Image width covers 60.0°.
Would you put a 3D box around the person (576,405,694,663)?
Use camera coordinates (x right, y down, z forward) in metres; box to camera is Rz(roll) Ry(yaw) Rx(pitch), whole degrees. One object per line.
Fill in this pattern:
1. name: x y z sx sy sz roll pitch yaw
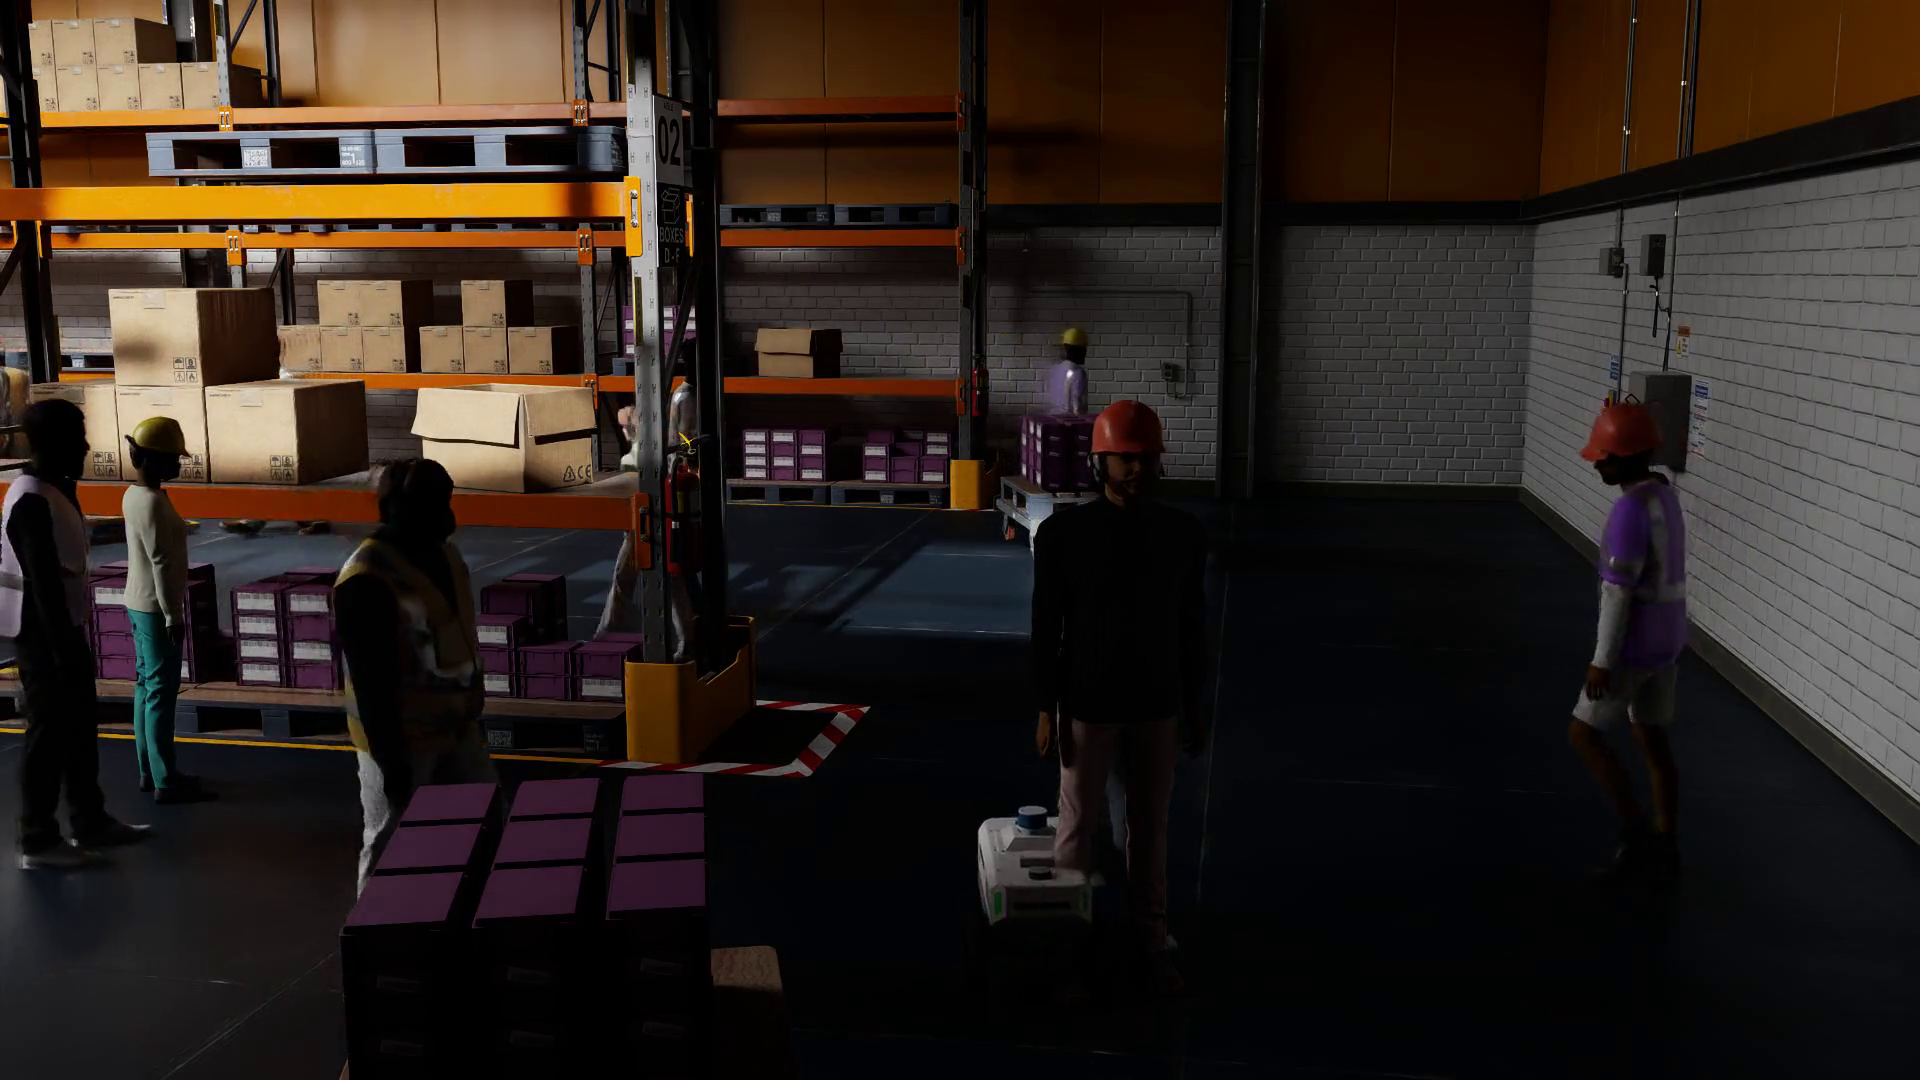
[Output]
1. person: -1.979 -0.024 10.204 0.850 1.600 0.530 4 10 23

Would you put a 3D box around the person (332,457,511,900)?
1. person: -1.661 0.641 5.396 0.745 1.815 0.666 2 9 11

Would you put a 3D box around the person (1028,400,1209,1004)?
1. person: 0.531 0.534 5.508 0.613 1.997 0.374 -2 9 -12

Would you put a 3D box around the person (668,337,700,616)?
1. person: -1.863 -0.448 11.700 0.361 1.962 0.612 -2 9 -11

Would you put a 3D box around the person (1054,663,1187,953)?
1. person: 0.598 0.633 6.175 0.545 1.581 0.863 -6 11 -34

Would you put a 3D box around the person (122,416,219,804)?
1. person: -3.631 0.317 7.593 0.327 1.760 0.524 -7 11 -36

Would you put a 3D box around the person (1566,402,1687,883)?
1. person: 2.640 0.417 6.522 0.480 1.907 0.636 7 12 38

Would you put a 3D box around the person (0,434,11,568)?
1. person: -6.489 -0.183 11.054 0.315 1.641 0.514 2 9 12

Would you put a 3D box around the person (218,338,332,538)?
1. person: -6.186 -0.917 15.029 0.964 1.832 0.589 -8 12 -42

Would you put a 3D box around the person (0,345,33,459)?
1. person: -8.169 -0.820 14.224 0.513 1.893 0.562 5 10 29

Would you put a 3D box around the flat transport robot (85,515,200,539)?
1. flat transport robot: -7.738 -0.143 15.046 0.652 0.197 1.431 9 13 44

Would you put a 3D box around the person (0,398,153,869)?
1. person: -3.657 0.379 6.748 0.437 1.915 0.602 -3 10 -19

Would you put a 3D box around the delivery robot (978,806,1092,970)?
1. delivery robot: 0.250 1.165 5.763 0.477 0.478 0.707 0 9 -3

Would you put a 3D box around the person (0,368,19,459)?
1. person: -7.552 -0.679 12.883 0.378 2.045 0.605 3 10 20

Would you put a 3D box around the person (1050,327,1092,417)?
1. person: 0.981 -1.060 15.712 0.807 1.902 0.595 -4 10 -25
